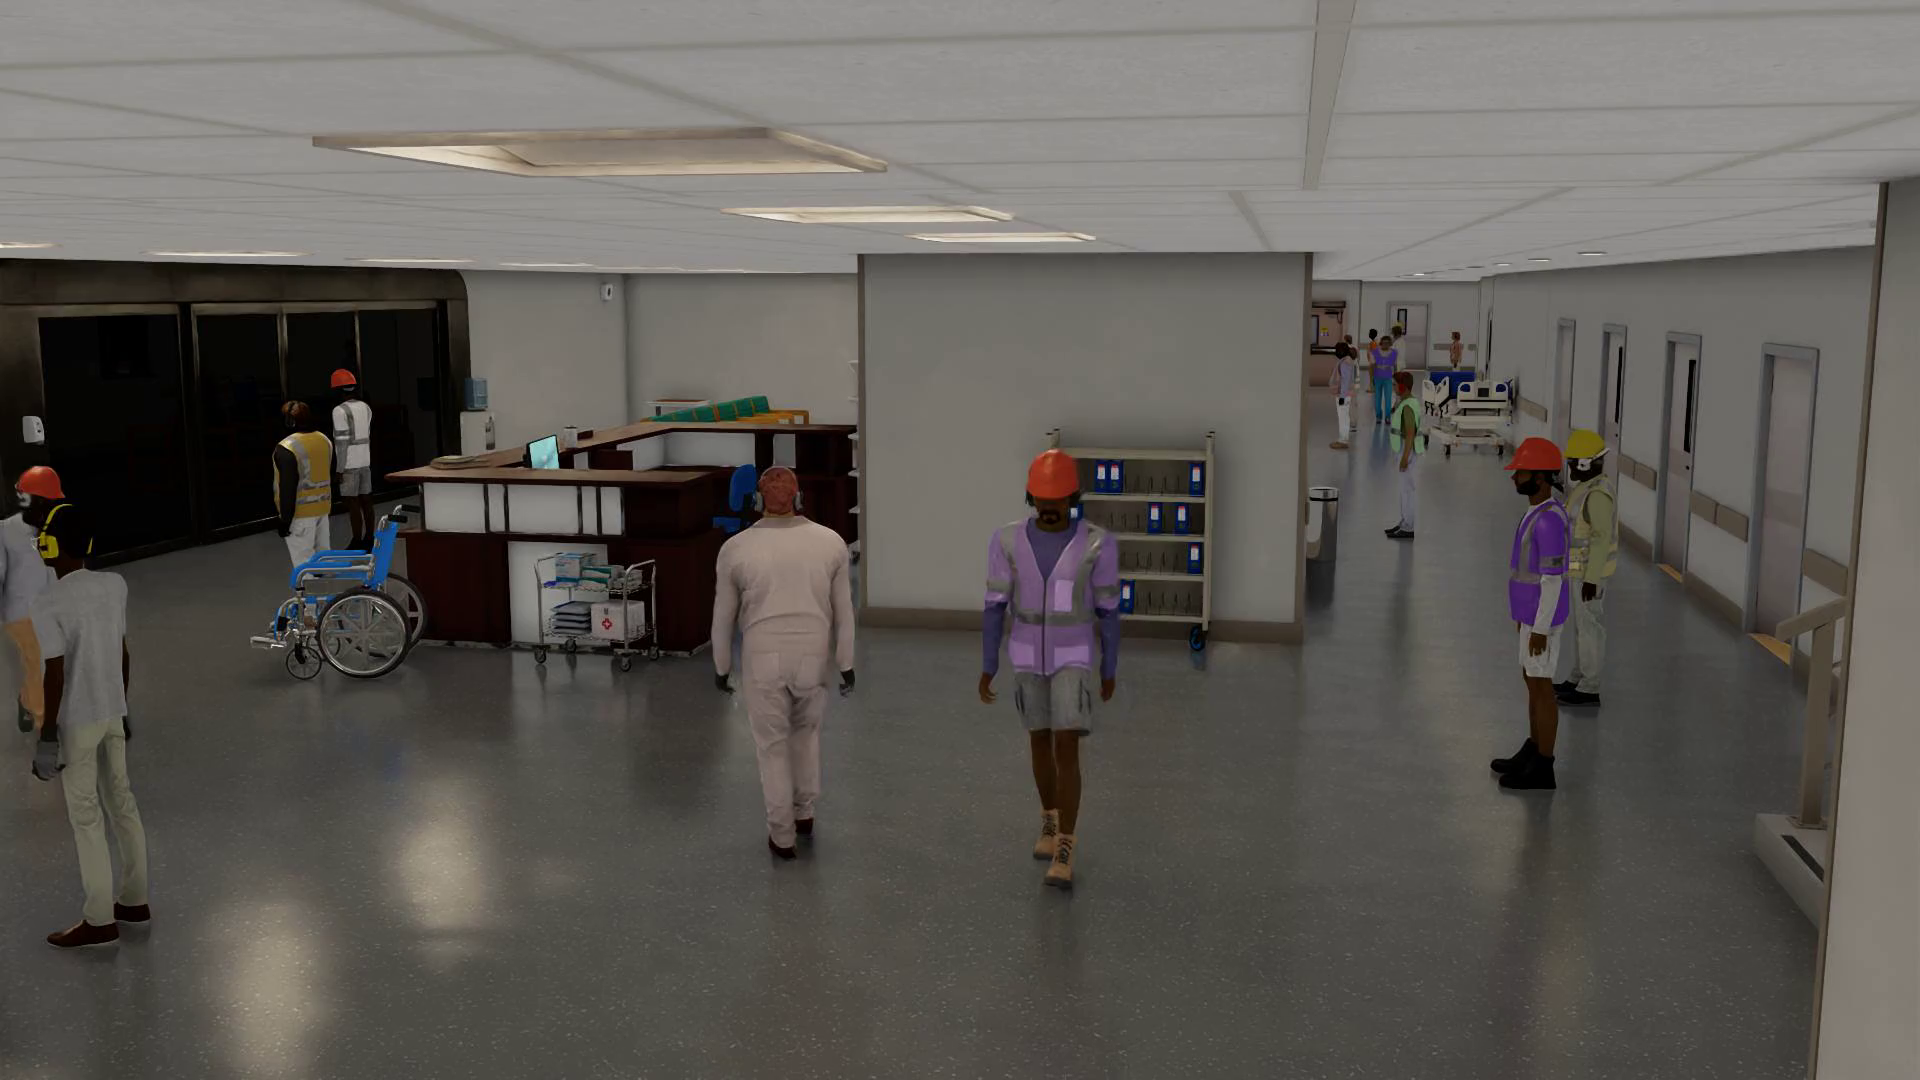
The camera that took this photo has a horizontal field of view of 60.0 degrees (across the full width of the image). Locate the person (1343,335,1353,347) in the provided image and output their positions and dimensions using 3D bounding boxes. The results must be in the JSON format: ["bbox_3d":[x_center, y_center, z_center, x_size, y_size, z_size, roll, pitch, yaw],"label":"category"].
[{"bbox_3d":[9.469,-4.193,40.626,0.313,1.642,0.514,2,9,13],"label":"person"}]

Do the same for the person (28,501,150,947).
[{"bbox_3d":[-3.665,0.769,6.942,0.334,1.873,0.521,2,9,13],"label":"person"}]

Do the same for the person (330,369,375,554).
[{"bbox_3d":[-6.248,-0.784,17.045,0.376,1.933,0.544,2,9,13],"label":"person"}]

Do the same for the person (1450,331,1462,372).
[{"bbox_3d":[12.997,-4.645,43.623,0.314,1.642,0.514,2,9,13],"label":"person"}]

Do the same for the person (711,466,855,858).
[{"bbox_3d":[-0.882,0.576,8.142,0.680,1.884,0.620,-3,9,-17],"label":"person"}]

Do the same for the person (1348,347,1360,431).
[{"bbox_3d":[7.574,-2.914,32.159,0.314,1.636,0.514,2,9,13],"label":"person"}]

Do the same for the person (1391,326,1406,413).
[{"bbox_3d":[9.723,-3.791,36.988,0.377,1.936,0.628,2,9,13],"label":"person"}]

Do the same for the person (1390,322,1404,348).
[{"bbox_3d":[13.740,-6.050,52.743,0.742,1.707,0.518,-2,9,-13],"label":"person"}]

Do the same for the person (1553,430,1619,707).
[{"bbox_3d":[4.106,0.186,10.957,0.404,1.827,0.589,2,9,13],"label":"person"}]

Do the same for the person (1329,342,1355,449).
[{"bbox_3d":[6.583,-2.493,28.700,0.430,1.840,0.622,2,9,13],"label":"person"}]

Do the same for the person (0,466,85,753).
[{"bbox_3d":[-5.580,0.393,9.990,0.812,1.712,0.598,5,10,31],"label":"person"}]

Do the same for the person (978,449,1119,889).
[{"bbox_3d":[0.396,0.587,7.714,0.617,2.004,0.929,3,9,17],"label":"person"}]

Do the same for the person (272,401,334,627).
[{"bbox_3d":[-5.360,-0.213,13.559,0.430,1.845,0.622,2,9,13],"label":"person"}]

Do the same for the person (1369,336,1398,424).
[{"bbox_3d":[8.605,-3.245,33.812,0.569,1.803,0.793,2,9,13],"label":"person"}]

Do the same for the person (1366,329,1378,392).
[{"bbox_3d":[10.994,-4.771,44.277,0.322,1.697,0.533,2,9,13],"label":"person"}]

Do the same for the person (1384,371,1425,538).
[{"bbox_3d":[4.932,-0.939,18.385,0.395,1.839,0.564,2,9,13],"label":"person"}]

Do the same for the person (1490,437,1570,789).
[{"bbox_3d":[3.147,0.404,9.140,0.372,1.939,0.544,2,9,13],"label":"person"}]
